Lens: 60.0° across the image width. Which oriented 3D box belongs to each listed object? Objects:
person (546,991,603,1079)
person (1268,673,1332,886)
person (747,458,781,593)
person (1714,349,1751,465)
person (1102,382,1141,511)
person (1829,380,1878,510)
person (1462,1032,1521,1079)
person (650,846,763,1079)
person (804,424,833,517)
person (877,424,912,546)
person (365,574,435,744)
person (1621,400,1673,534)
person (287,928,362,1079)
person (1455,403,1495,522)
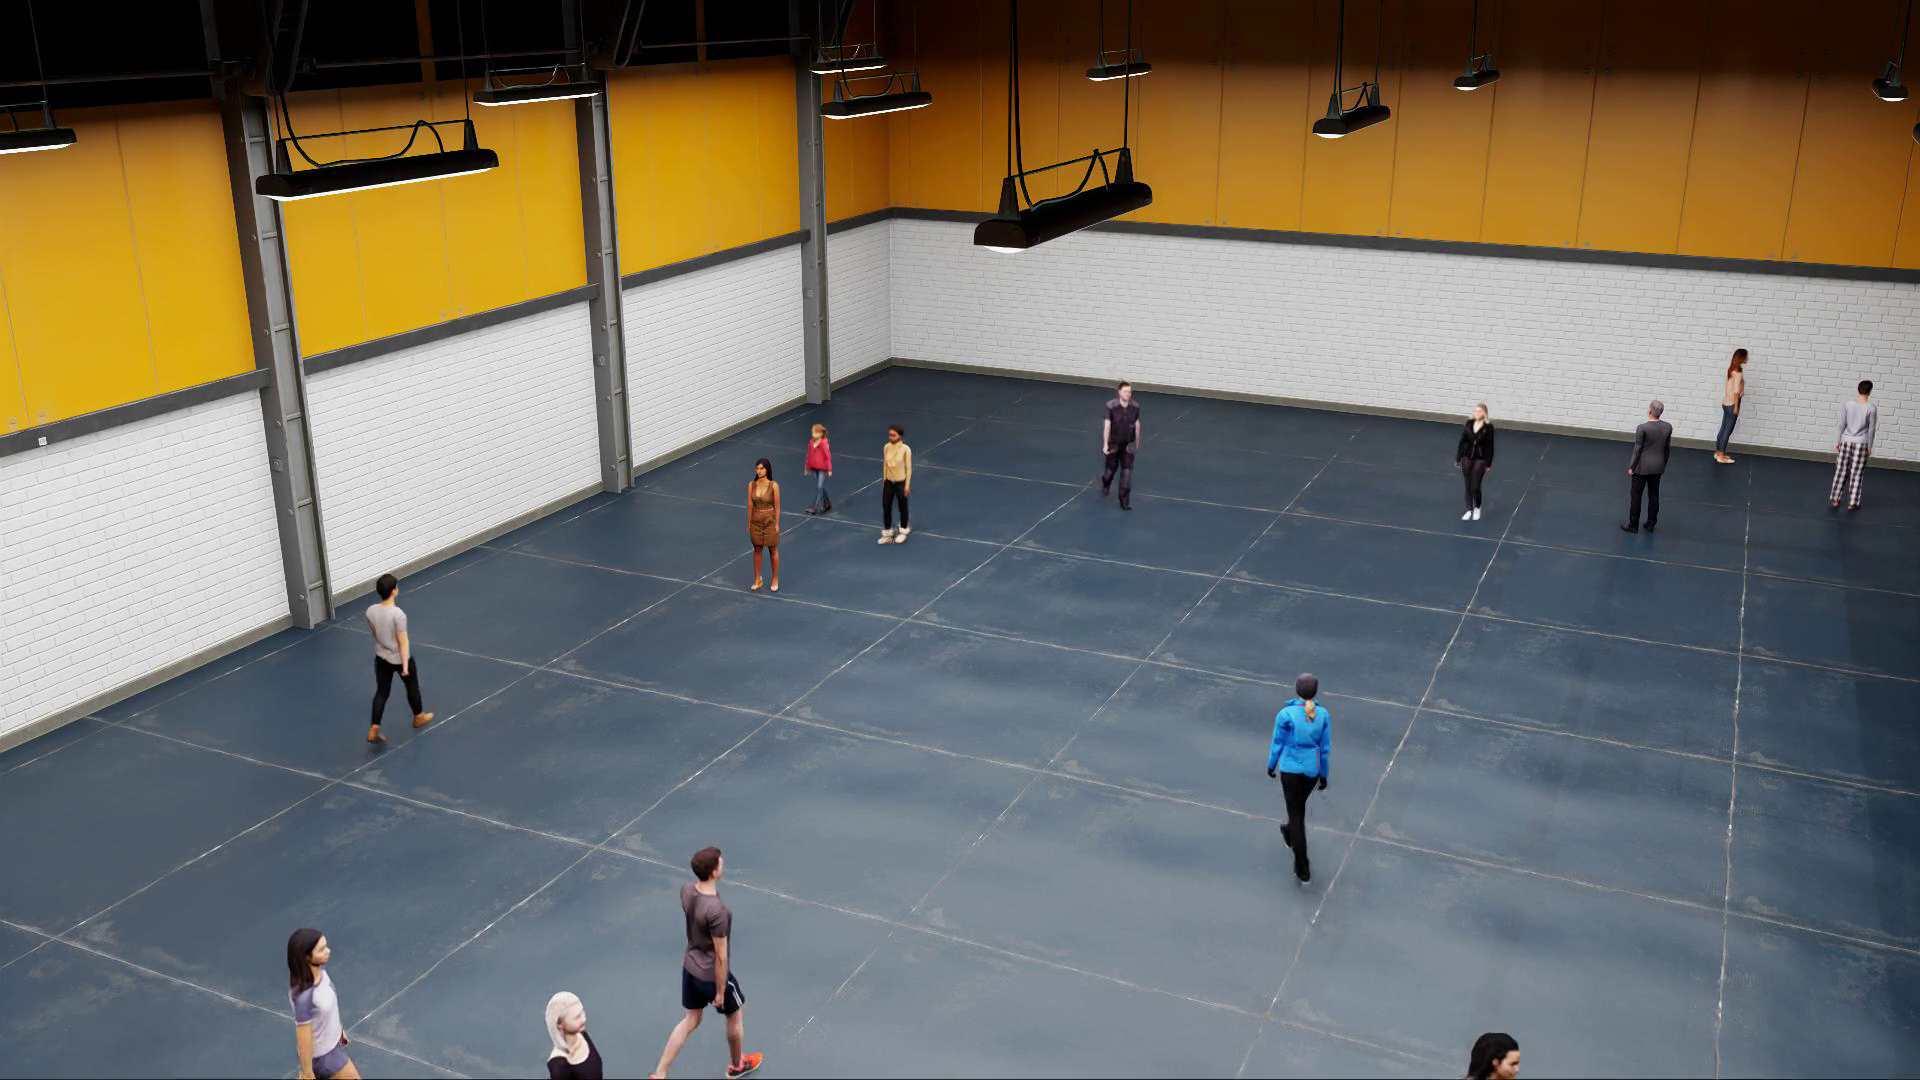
[{"bbox_3d":[-2.265,3.394,9.558,0.948,1.798,1.132,1,19,2],"label":"person"},{"bbox_3d":[2.827,2.000,13.779,0.993,1.746,1.238,-1,19,-2],"label":"person"},{"bbox_3d":[-2.394,-0.192,20.378,0.603,1.690,0.576,4,19,11],"label":"person"},{"bbox_3d":[12.009,-2.104,25.897,0.696,1.789,0.531,4,19,11],"label":"person"},{"bbox_3d":[2.261,-1.365,23.645,0.988,1.828,1.100,-3,19,-8],"label":"person"},{"bbox_3d":[12.699,-1.363,23.607,0.671,1.847,0.695,-17,25,-42],"label":"person"},{"bbox_3d":[2.826,3.488,9.419,0.846,1.710,0.898,-10,21,-28],"label":"person"},{"bbox_3d":[-1.748,2.898,10.997,0.936,1.821,1.243,17,25,41],"label":"person"},{"bbox_3d":[-1.932,-1.006,23.419,0.647,1.291,0.888,13,23,35],"label":"person"},{"bbox_3d":[-0.798,-0.767,22.150,0.629,1.647,0.787,9,21,25],"label":"person"},{"bbox_3d":[-5.619,1.186,16.280,0.720,1.692,1.138,6,19,16],"label":"person"},{"bbox_3d":[9.333,-1.010,22.568,0.812,1.840,0.827,-4,19,-11],"label":"person"},{"bbox_3d":[-4.049,3.201,10.320,1.118,1.678,1.125,-5,19,-13],"label":"person"},{"bbox_3d":[7.182,-1.098,23.091,0.690,1.673,0.665,16,24,39],"label":"person"}]
